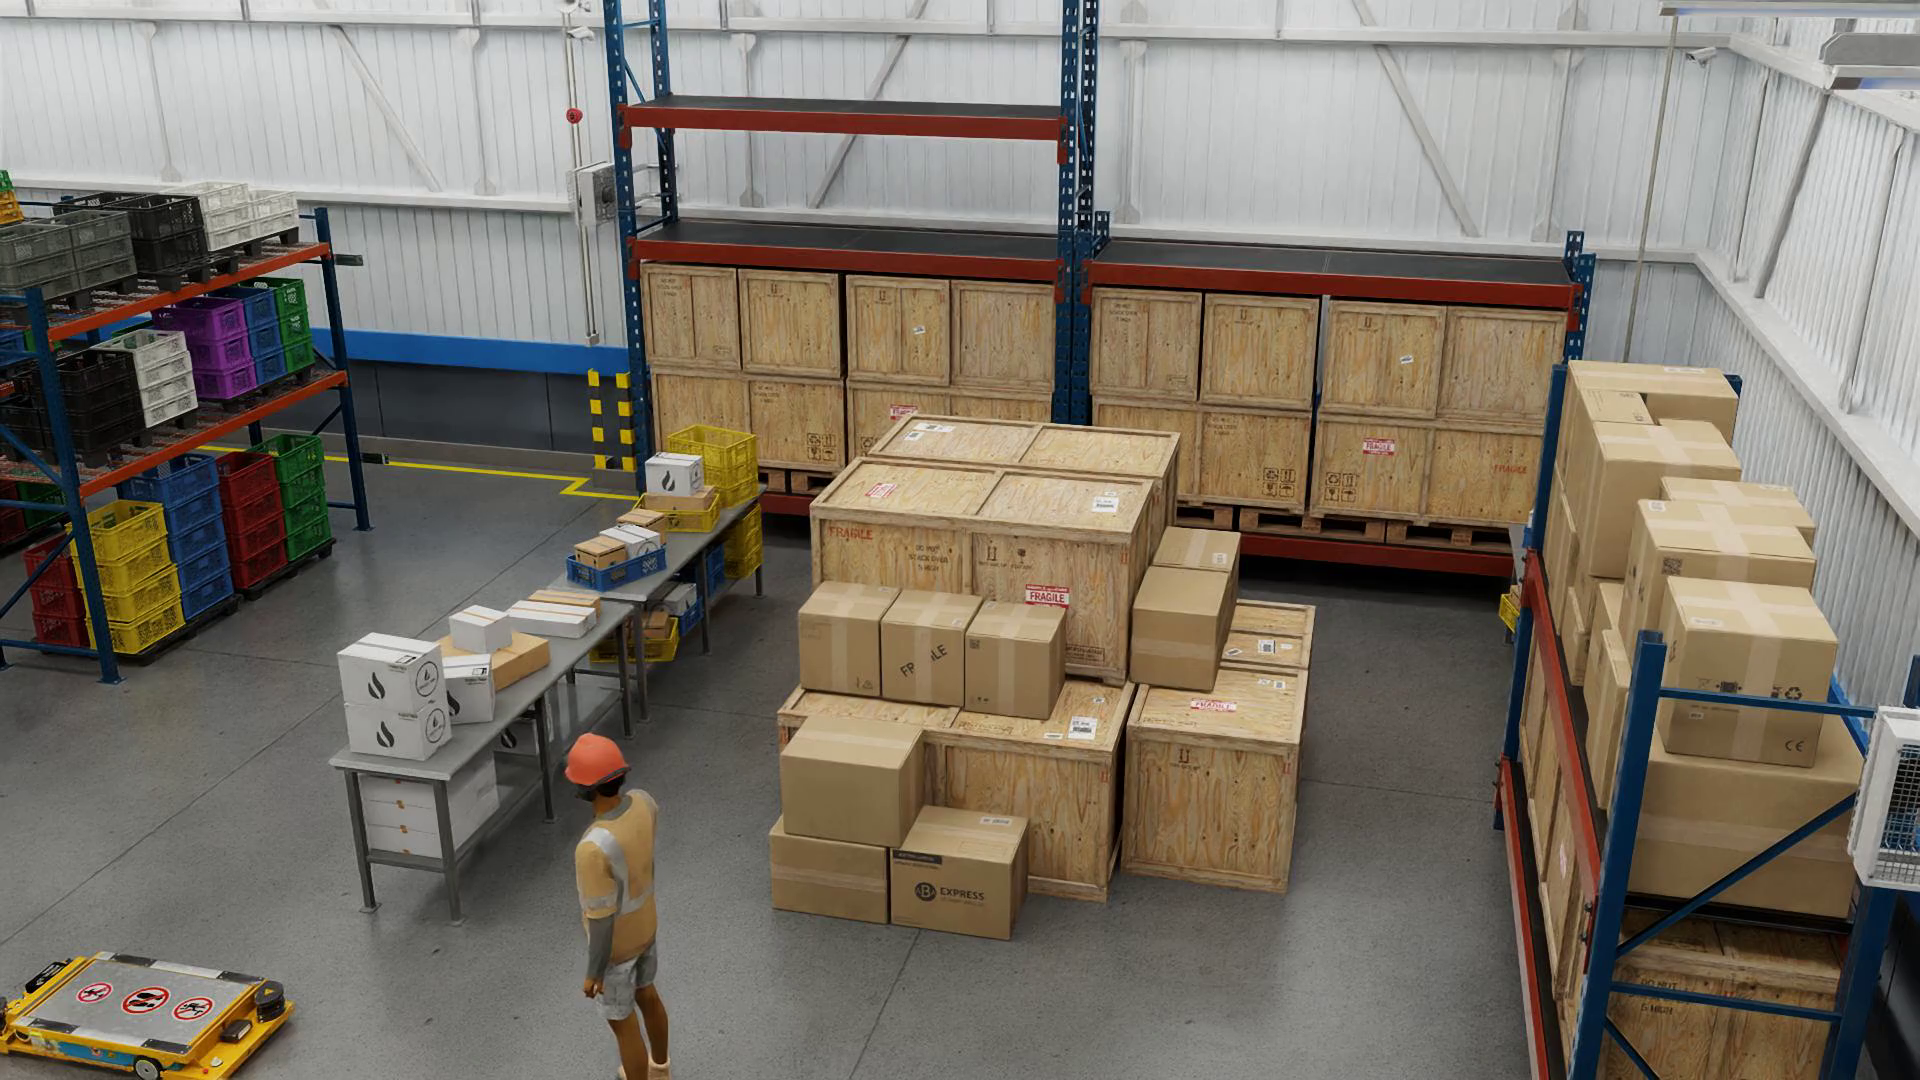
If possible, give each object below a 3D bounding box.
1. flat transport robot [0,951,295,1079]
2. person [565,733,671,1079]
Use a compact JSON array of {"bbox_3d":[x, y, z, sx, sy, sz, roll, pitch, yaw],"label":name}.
[{"bbox_3d":[-4.270,2.464,8.601,1.431,0.231,0.659,5,22,13],"label":"flat transport robot"},{"bbox_3d":[-1.611,1.836,7.767,0.390,2.038,0.609,6,22,14],"label":"person"}]
